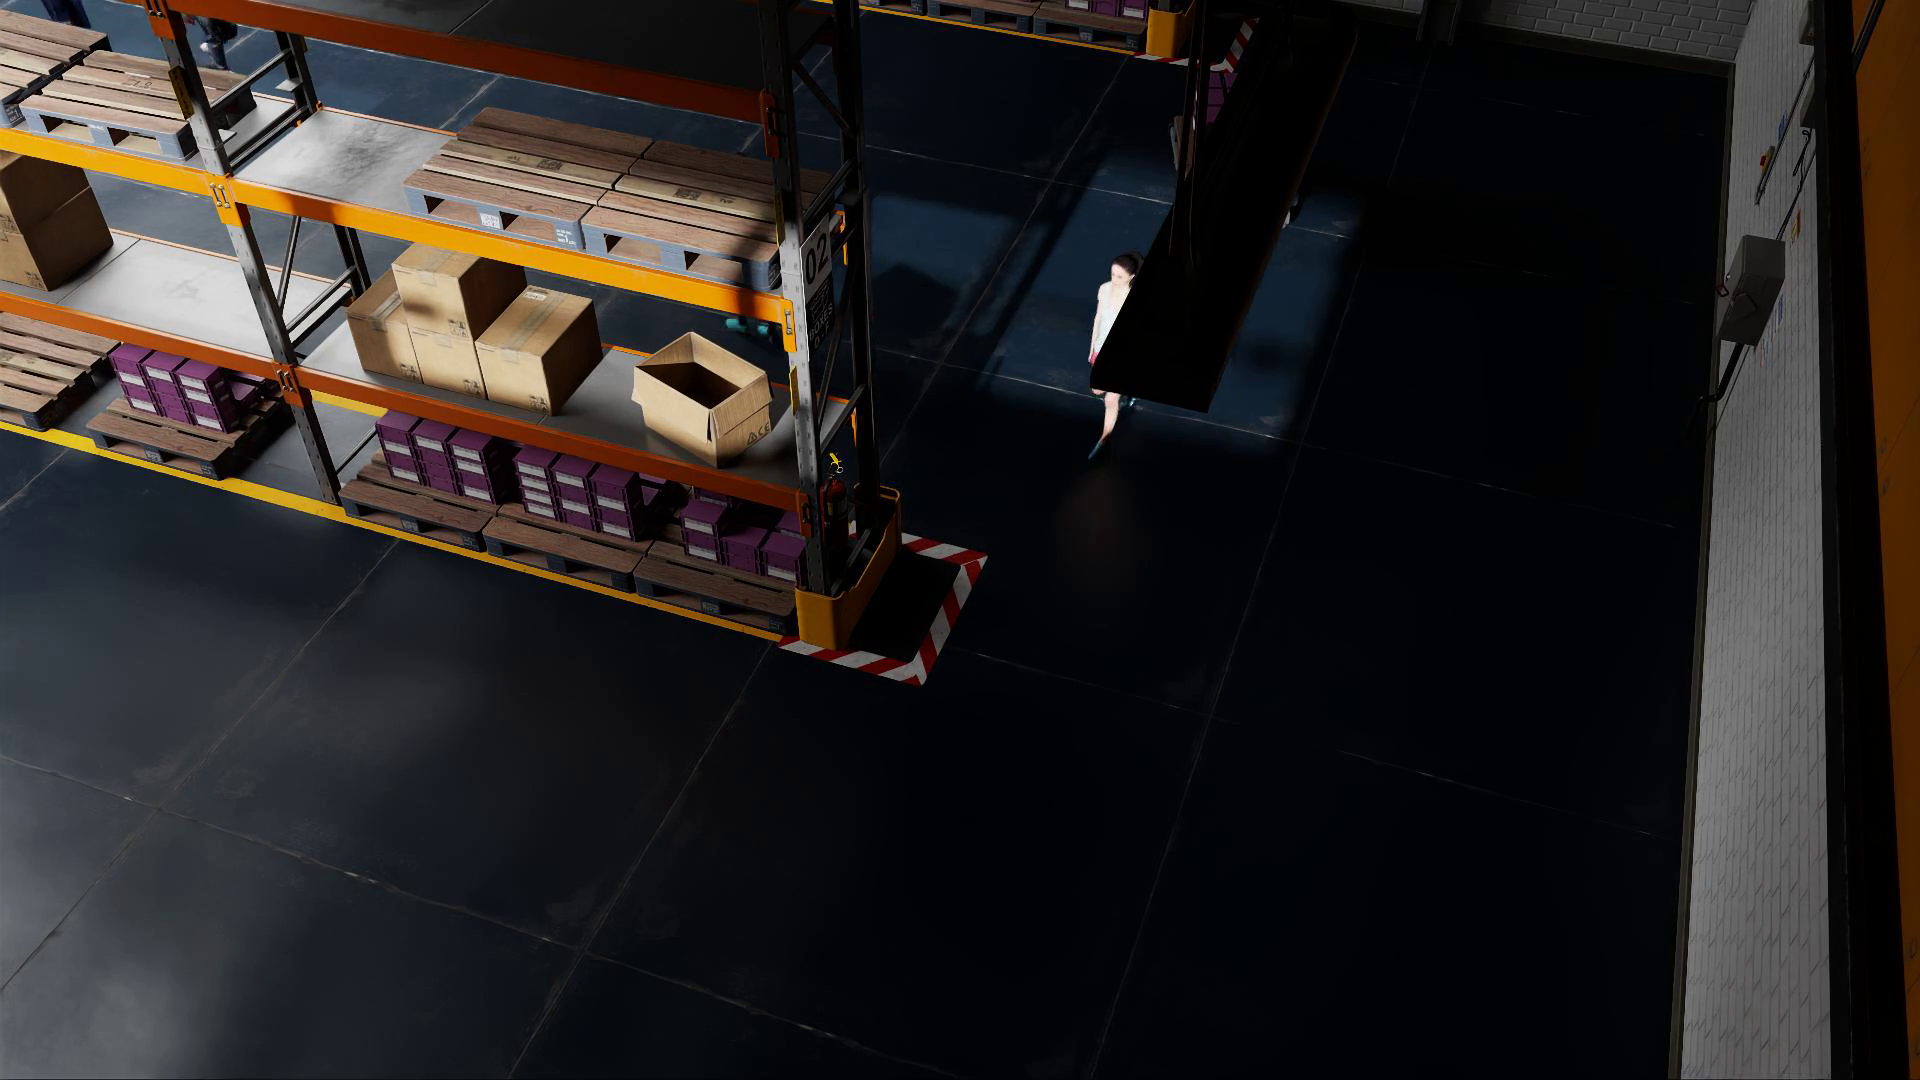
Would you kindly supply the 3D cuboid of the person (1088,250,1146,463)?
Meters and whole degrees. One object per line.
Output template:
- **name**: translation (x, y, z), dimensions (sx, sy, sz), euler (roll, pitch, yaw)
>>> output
- **person**: translation (1.207, -1.407, 12.394), dimensions (0.983, 1.749, 0.865), euler (32, 52, 29)

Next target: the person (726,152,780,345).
- **person**: translation (-1.615, -2.301, 13.362), dimensions (0.748, 1.708, 0.831), euler (-29, 51, -27)

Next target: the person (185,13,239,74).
- **person**: translation (-7.585, -5.411, 16.565), dimensions (0.919, 1.794, 0.793), euler (23, 48, 22)
